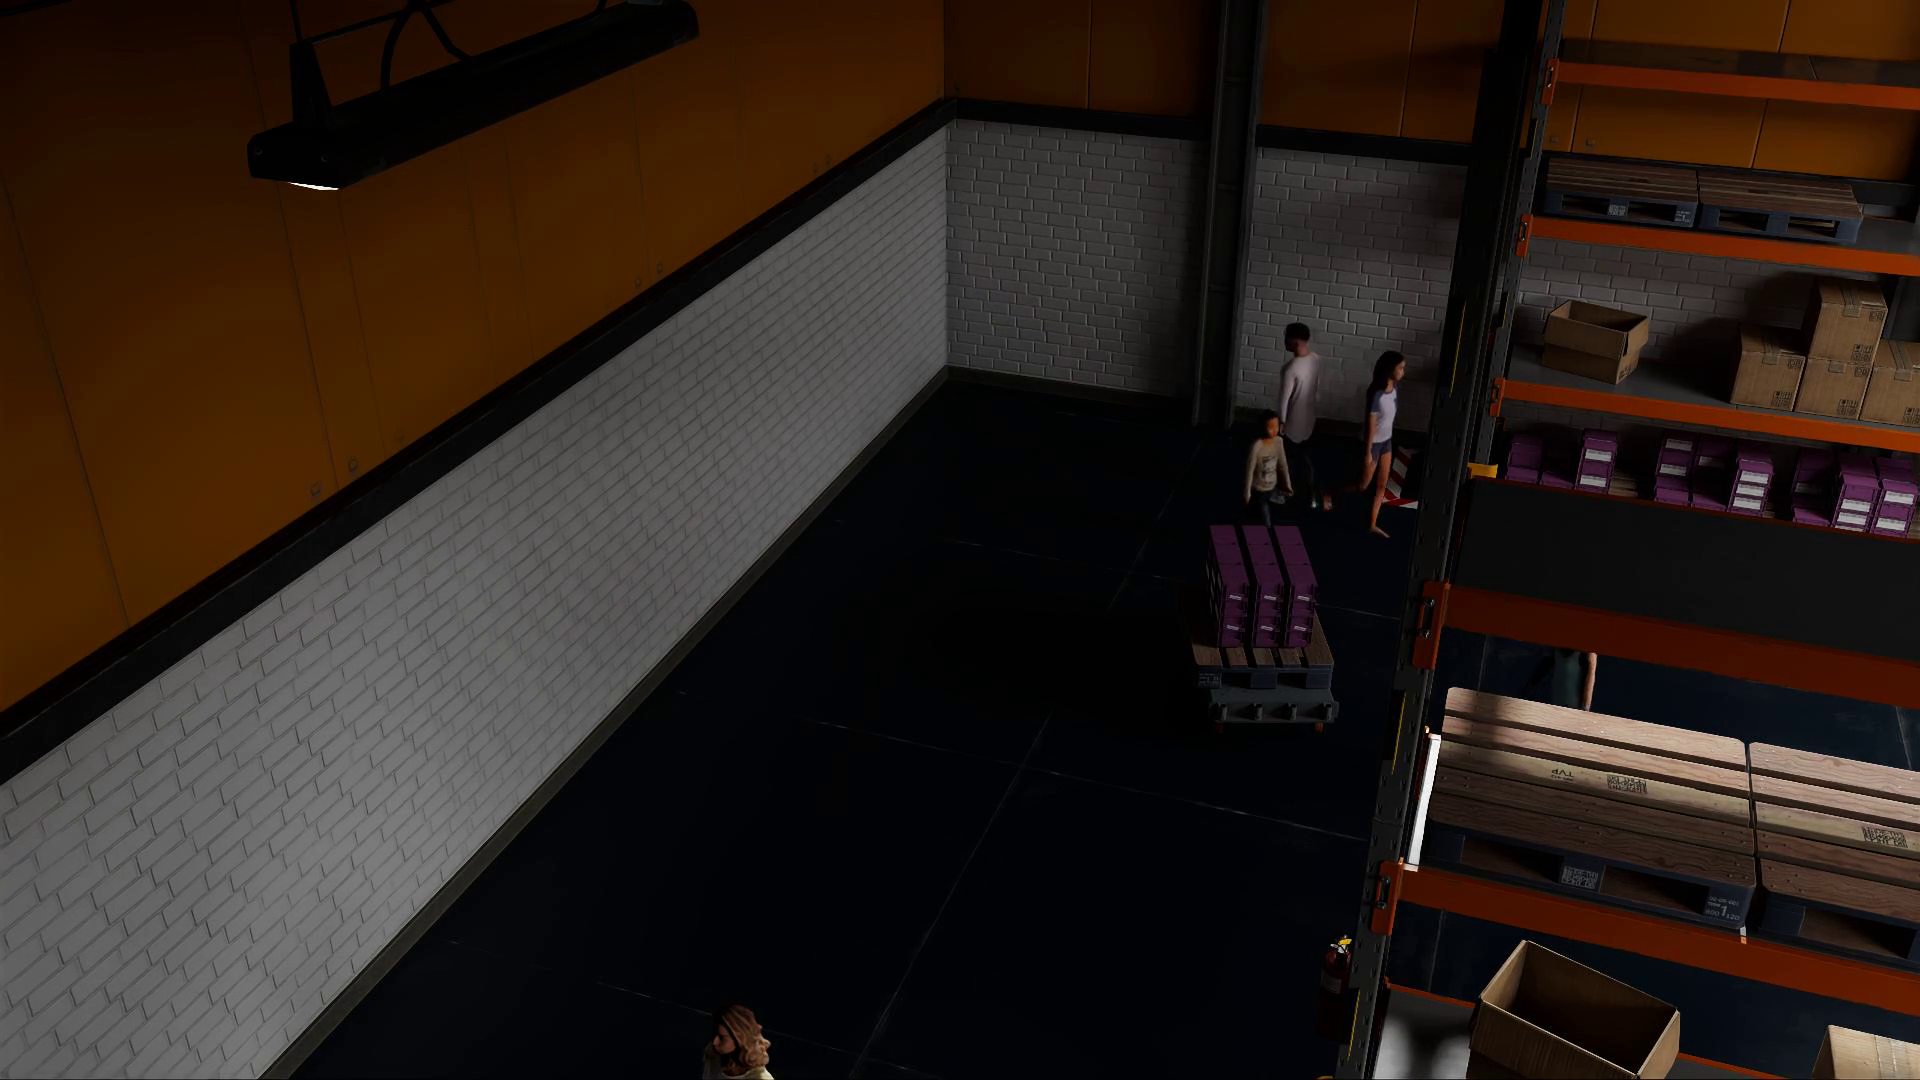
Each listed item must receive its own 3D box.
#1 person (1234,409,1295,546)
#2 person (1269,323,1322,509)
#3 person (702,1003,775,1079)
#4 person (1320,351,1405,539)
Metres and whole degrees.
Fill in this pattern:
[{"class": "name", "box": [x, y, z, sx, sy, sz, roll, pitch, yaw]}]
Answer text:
[{"class": "person", "box": [2.536, -0.461, 14.274, 0.856, 1.430, 1.064, -23, 36, -36]}, {"class": "person", "box": [3.081, -1.074, 15.008, 0.970, 1.802, 1.039, -20, 34, -32]}, {"class": "person", "box": [-1.025, 2.859, 7.881, 0.593, 1.723, 0.749, 21, 35, 33]}, {"class": "person", "box": [3.588, -0.856, 14.711, 1.041, 1.705, 0.826, 23, 36, 36]}]
